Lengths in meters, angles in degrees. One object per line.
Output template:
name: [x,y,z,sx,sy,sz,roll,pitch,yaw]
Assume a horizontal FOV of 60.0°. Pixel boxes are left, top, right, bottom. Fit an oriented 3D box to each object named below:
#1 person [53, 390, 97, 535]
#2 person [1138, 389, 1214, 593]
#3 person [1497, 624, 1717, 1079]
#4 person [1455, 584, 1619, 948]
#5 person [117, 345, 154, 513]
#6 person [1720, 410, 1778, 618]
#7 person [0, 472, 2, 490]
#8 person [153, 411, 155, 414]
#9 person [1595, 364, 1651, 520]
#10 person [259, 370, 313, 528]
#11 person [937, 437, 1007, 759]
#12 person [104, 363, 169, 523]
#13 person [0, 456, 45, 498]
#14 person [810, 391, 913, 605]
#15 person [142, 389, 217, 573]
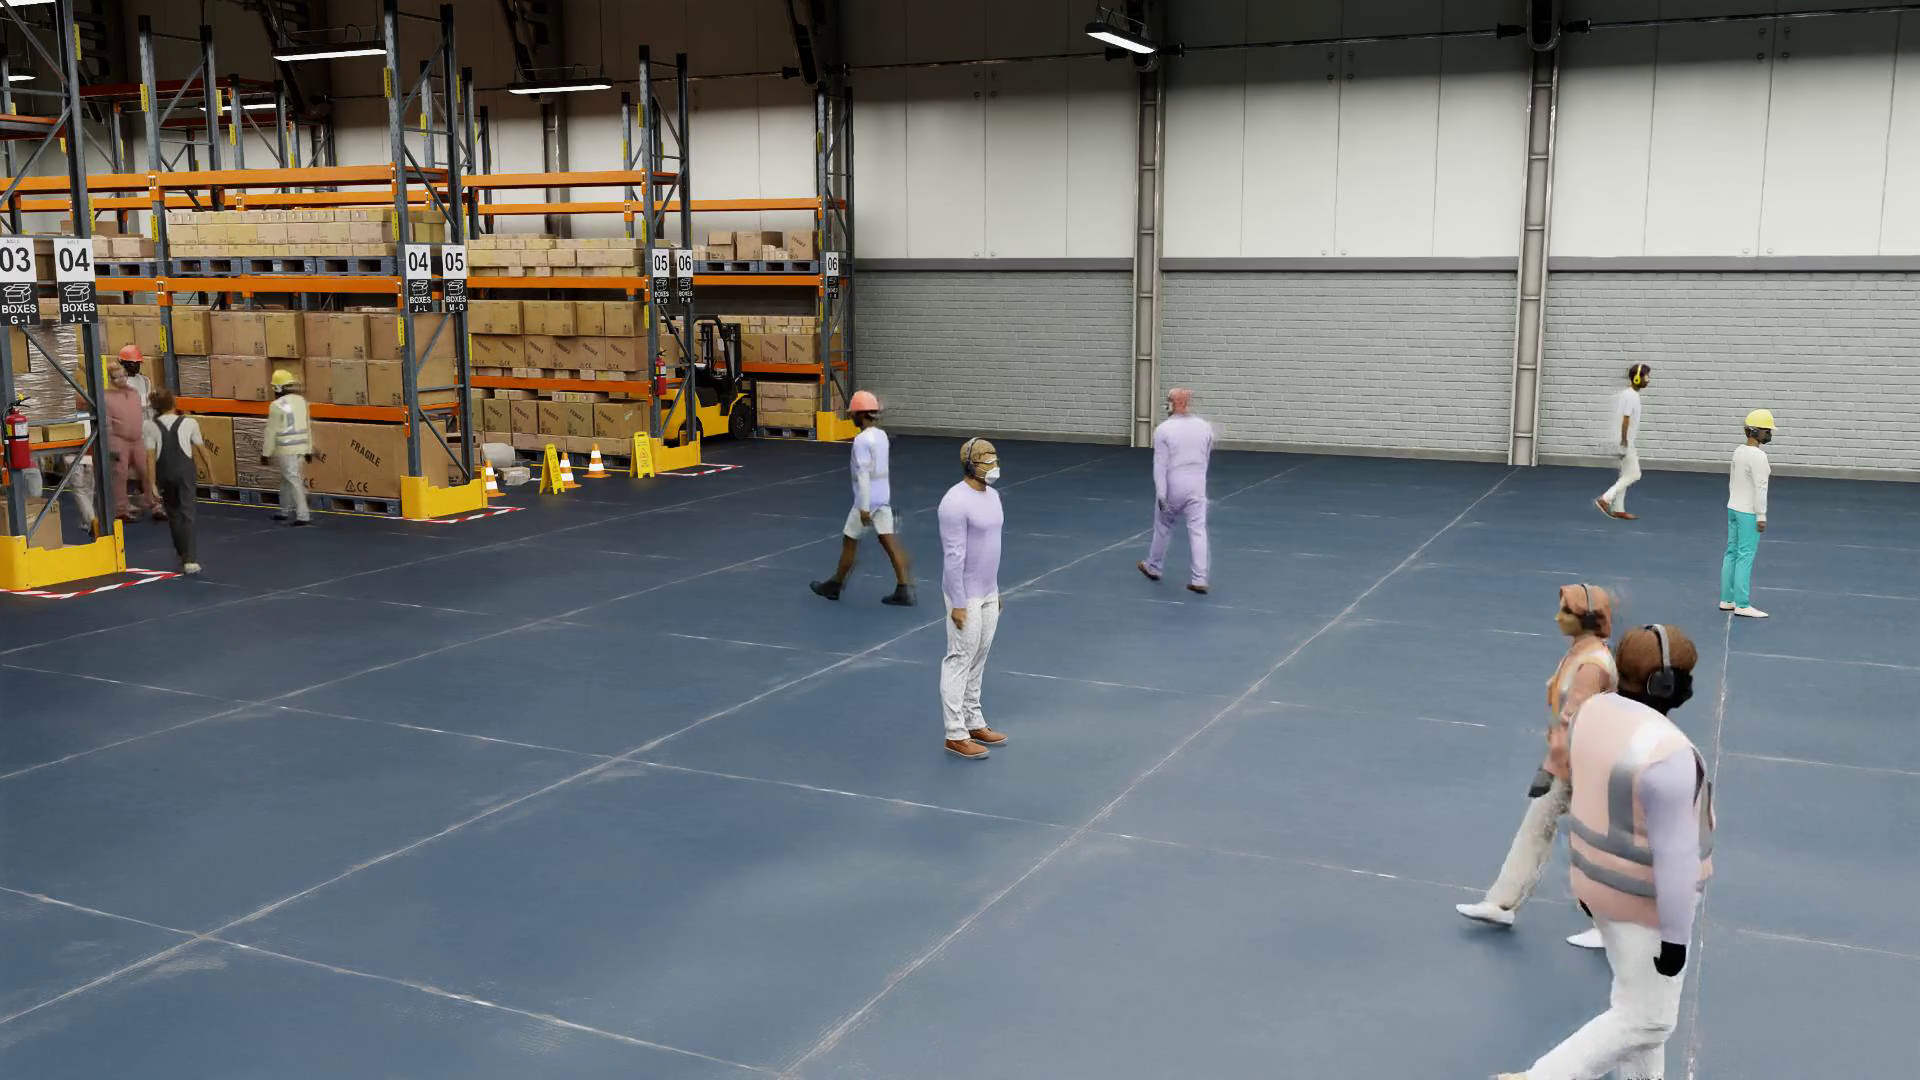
person: [-9.763,-0.862,18.510,0.732,1.613,0.520,8,12,40]
person: [2.019,-0.470,15.401,0.635,1.843,1.024,-3,10,-19]
person: [2.160,1.165,5.449,0.746,1.818,0.636,-1,9,-5]
person: [2.564,0.985,7.218,0.786,1.604,0.520,2,9,9]
person: [-10.009,-1.341,20.170,0.403,2.035,0.606,4,10,25]
person: [6.732,-0.230,14.179,0.329,1.764,0.524,0,9,2]
person: [-10.535,-0.787,17.877,0.778,1.669,0.537,2,10,15]
person: [-12.373,-2.137,25.429,0.771,1.909,0.571,6,11,34]
person: [7.800,-1.140,19.482,0.438,1.850,0.547,3,10,16]
person: [-7.755,-1.027,18.946,0.790,1.803,0.597,2,9,11]
person: [0.086,0.341,10.136,0.374,1.941,0.627,4,10,26]
person: [-9.537,-1.093,19.161,0.815,1.866,0.681,3,10,20]
person: [-9.946,-0.753,17.618,0.891,1.692,0.497,8,12,39]
person: [-0.837,-0.366,14.640,1.008,1.879,0.571,4,10,25]
person: [-7.637,-0.588,16.297,0.616,1.786,0.975,-4,10,-23]
